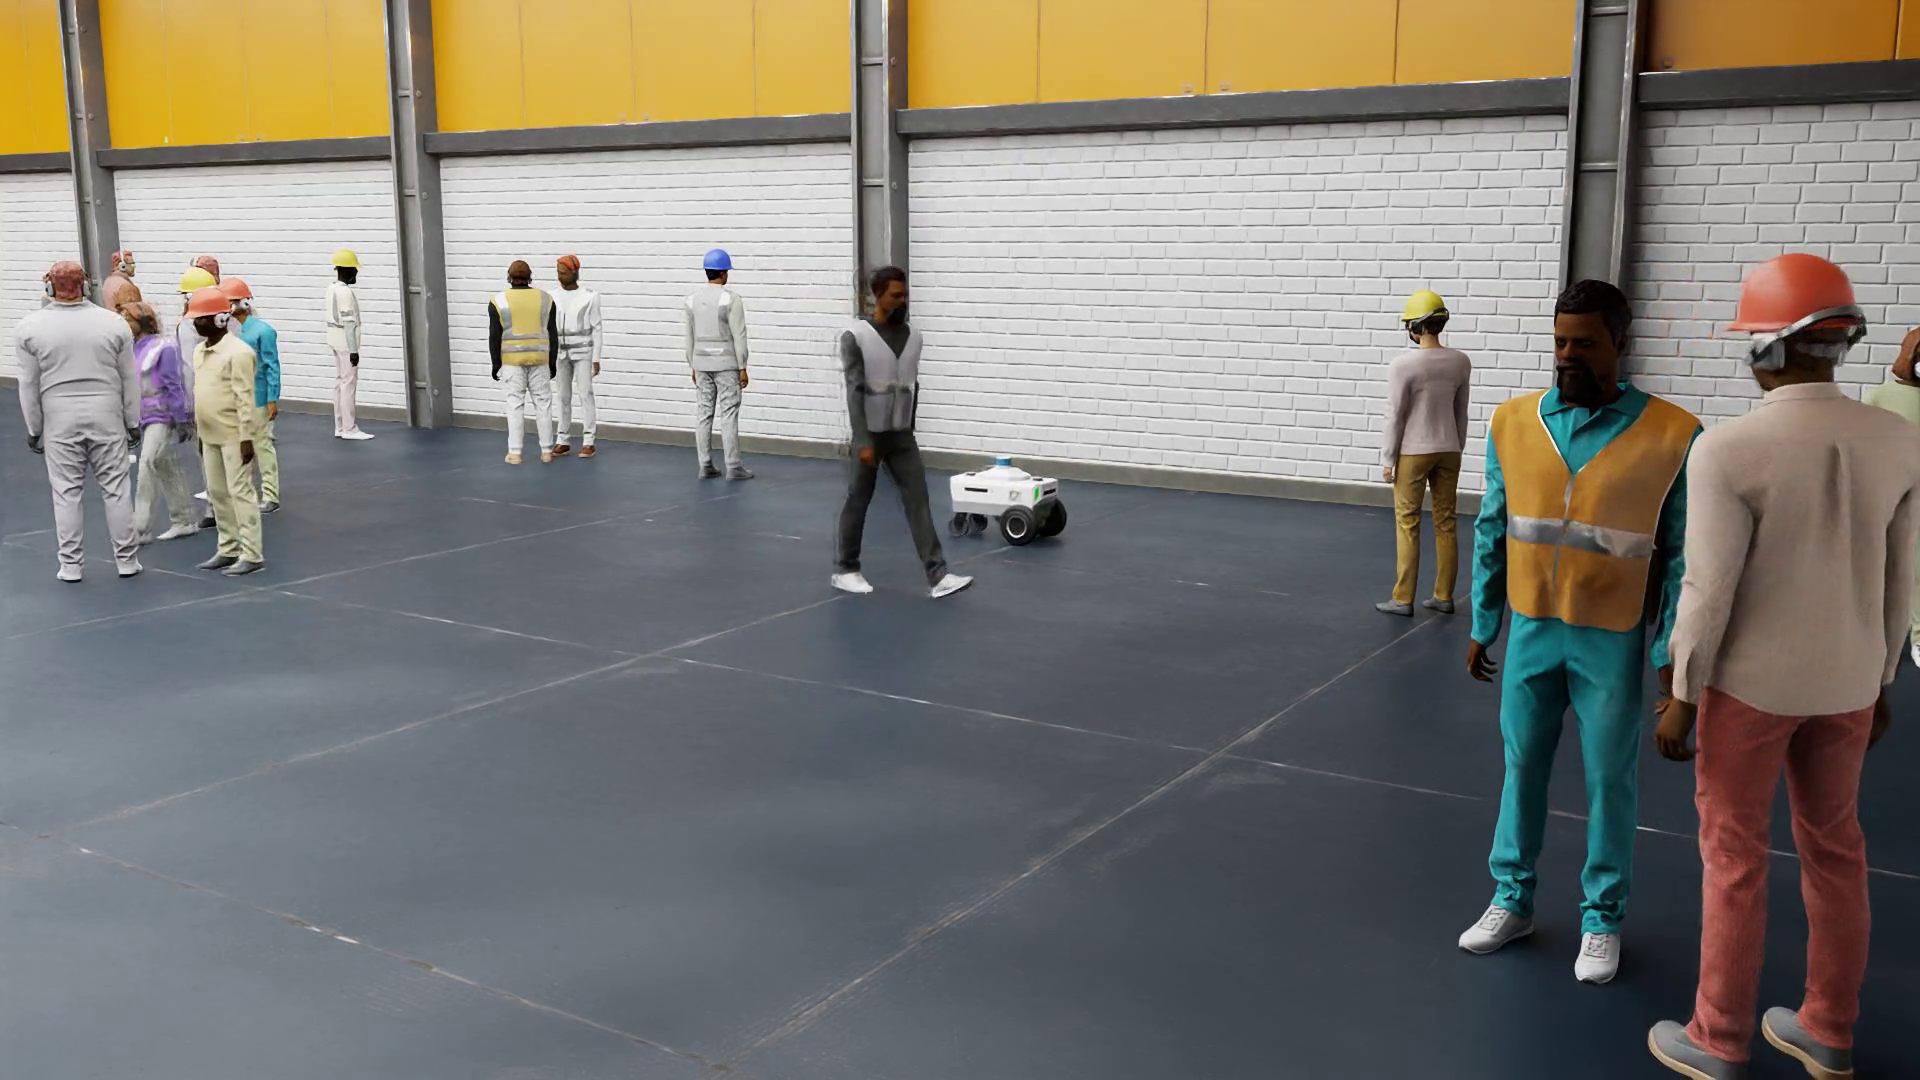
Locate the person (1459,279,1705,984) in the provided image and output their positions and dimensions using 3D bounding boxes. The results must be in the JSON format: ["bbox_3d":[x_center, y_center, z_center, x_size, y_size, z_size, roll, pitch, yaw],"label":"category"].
[{"bbox_3d":[1.708,0.248,4.596,0.597,1.916,0.371,8,13,37],"label":"person"}]

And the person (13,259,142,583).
[{"bbox_3d":[-5.208,-0.701,9.876,0.642,1.913,0.410,-6,12,-30],"label":"person"}]

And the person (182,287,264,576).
[{"bbox_3d":[-4.472,-0.653,10.077,0.574,1.742,0.348,7,12,34],"label":"person"}]

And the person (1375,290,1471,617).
[{"bbox_3d":[2.493,-0.460,8.971,0.524,1.761,0.339,-4,11,-20],"label":"person"}]

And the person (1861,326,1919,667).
[{"bbox_3d":[4.507,-0.199,7.892,0.494,1.624,0.279,3,11,16],"label":"person"}]

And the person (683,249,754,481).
[{"bbox_3d":[-2.037,-1.468,14.022,0.602,1.949,0.387,5,11,27],"label":"person"}]

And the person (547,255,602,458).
[{"bbox_3d":[-3.613,-1.705,15.506,0.572,1.886,0.355,3,11,14],"label":"person"}]

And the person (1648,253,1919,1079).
[{"bbox_3d":[1.940,0.329,3.940,0.623,1.990,0.403,-2,10,-12],"label":"person"}]

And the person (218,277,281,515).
[{"bbox_3d":[-5.300,-1.058,12.290,0.573,1.749,0.338,3,11,17],"label":"person"}]

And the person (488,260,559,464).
[{"bbox_3d":[-3.959,-1.609,15.103,0.622,1.844,0.429,-5,11,-26],"label":"person"}]

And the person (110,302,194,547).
[{"bbox_3d":[-5.441,-0.755,10.987,0.550,1.604,0.774,6,12,30],"label":"person"}]

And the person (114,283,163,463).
[{"bbox_3d":[-7.520,-1.519,15.172,0.508,1.632,0.275,-8,13,-37],"label":"person"}]

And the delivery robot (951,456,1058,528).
[{"bbox_3d":[0.295,-0.323,11.279,0.707,0.478,0.477,6,12,30],"label":"delivery robot"}]

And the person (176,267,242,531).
[{"bbox_3d":[-5.251,-0.980,11.636,0.403,1.832,0.594,2,10,11],"label":"person"}]

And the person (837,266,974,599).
[{"bbox_3d":[-0.372,-0.581,9.327,0.601,1.870,0.998,-9,14,-41],"label":"person"}]

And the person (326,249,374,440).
[{"bbox_3d":[-6.222,-1.981,16.921,0.379,1.924,0.594,-7,12,-33],"label":"person"}]

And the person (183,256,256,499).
[{"bbox_3d":[-5.836,-1.269,13.053,0.404,1.903,0.637,3,11,17],"label":"person"}]

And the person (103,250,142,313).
[{"bbox_3d":[-9.134,-2.218,18.291,0.408,1.906,0.653,-9,14,-41],"label":"person"}]
